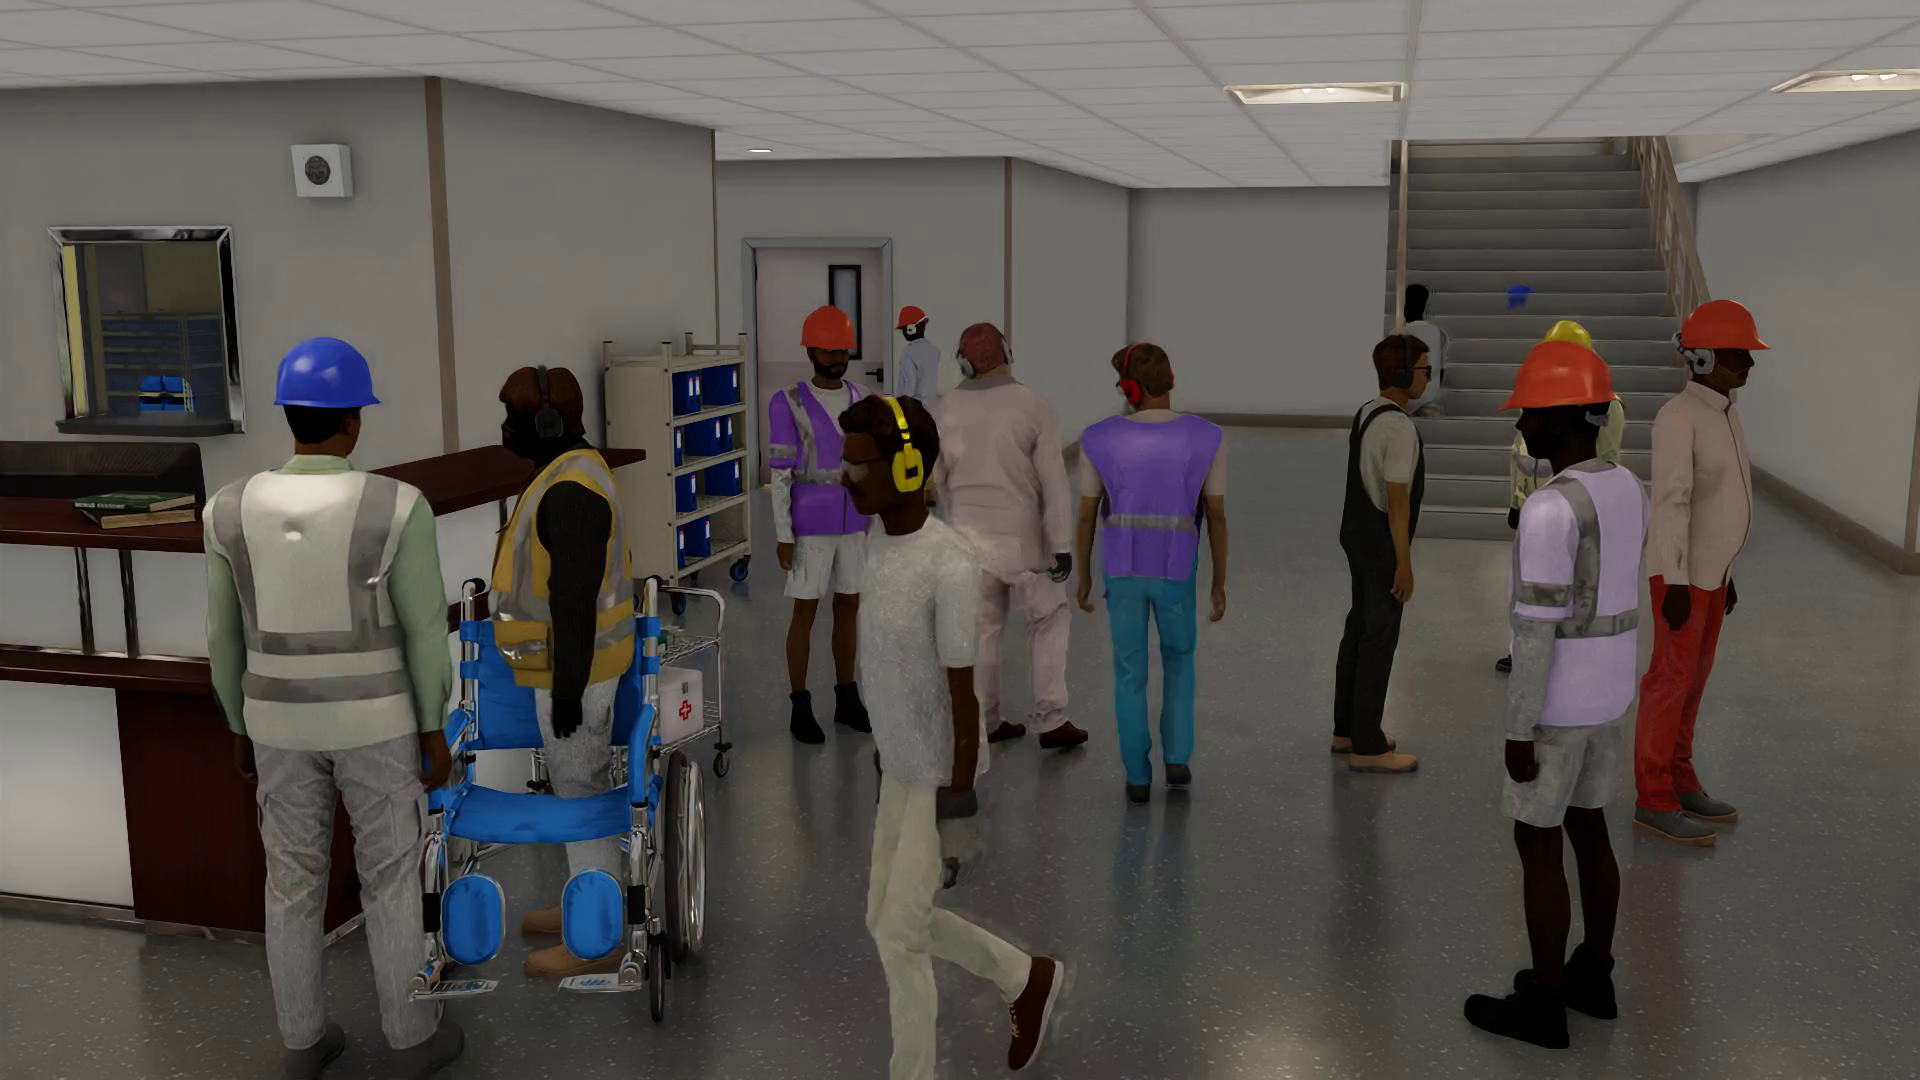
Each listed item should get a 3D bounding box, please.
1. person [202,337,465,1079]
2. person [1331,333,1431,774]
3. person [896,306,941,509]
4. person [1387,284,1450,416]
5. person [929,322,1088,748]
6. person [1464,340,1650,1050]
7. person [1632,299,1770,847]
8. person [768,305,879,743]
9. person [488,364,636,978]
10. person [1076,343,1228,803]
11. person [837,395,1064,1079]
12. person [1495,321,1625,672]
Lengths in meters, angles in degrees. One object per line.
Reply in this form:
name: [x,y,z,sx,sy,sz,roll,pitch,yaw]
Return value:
person: [-1.599,0.459,4.280,0.607,1.947,0.406,1,10,3]
person: [1.779,0.055,6.989,0.345,1.837,0.504,-1,10,-4]
person: [-0.379,-1.100,14.055,0.333,1.745,0.559,4,11,24]
person: [3.830,-1.223,14.260,0.634,1.915,0.988,-3,10,-19]
person: [0.217,-0.004,7.249,0.689,1.875,0.511,7,12,34]
person: [1.631,0.423,4.562,0.549,1.928,0.389,-9,13,-43]
person: [2.740,0.113,6.180,0.376,1.995,0.609,8,12,39]
person: [-0.577,-0.071,7.432,0.548,1.938,0.358,-7,12,-34]
person: [-1.205,0.386,5.061,0.429,1.835,0.627,-3,10,-17]
person: [0.751,0.136,6.562,0.594,1.817,0.513,1,10,3]
person: [-0.034,0.562,4.015,0.660,1.846,0.537,-5,11,-26]
person: [3.039,-0.193,8.462,0.404,1.833,0.590,-7,12,-36]
